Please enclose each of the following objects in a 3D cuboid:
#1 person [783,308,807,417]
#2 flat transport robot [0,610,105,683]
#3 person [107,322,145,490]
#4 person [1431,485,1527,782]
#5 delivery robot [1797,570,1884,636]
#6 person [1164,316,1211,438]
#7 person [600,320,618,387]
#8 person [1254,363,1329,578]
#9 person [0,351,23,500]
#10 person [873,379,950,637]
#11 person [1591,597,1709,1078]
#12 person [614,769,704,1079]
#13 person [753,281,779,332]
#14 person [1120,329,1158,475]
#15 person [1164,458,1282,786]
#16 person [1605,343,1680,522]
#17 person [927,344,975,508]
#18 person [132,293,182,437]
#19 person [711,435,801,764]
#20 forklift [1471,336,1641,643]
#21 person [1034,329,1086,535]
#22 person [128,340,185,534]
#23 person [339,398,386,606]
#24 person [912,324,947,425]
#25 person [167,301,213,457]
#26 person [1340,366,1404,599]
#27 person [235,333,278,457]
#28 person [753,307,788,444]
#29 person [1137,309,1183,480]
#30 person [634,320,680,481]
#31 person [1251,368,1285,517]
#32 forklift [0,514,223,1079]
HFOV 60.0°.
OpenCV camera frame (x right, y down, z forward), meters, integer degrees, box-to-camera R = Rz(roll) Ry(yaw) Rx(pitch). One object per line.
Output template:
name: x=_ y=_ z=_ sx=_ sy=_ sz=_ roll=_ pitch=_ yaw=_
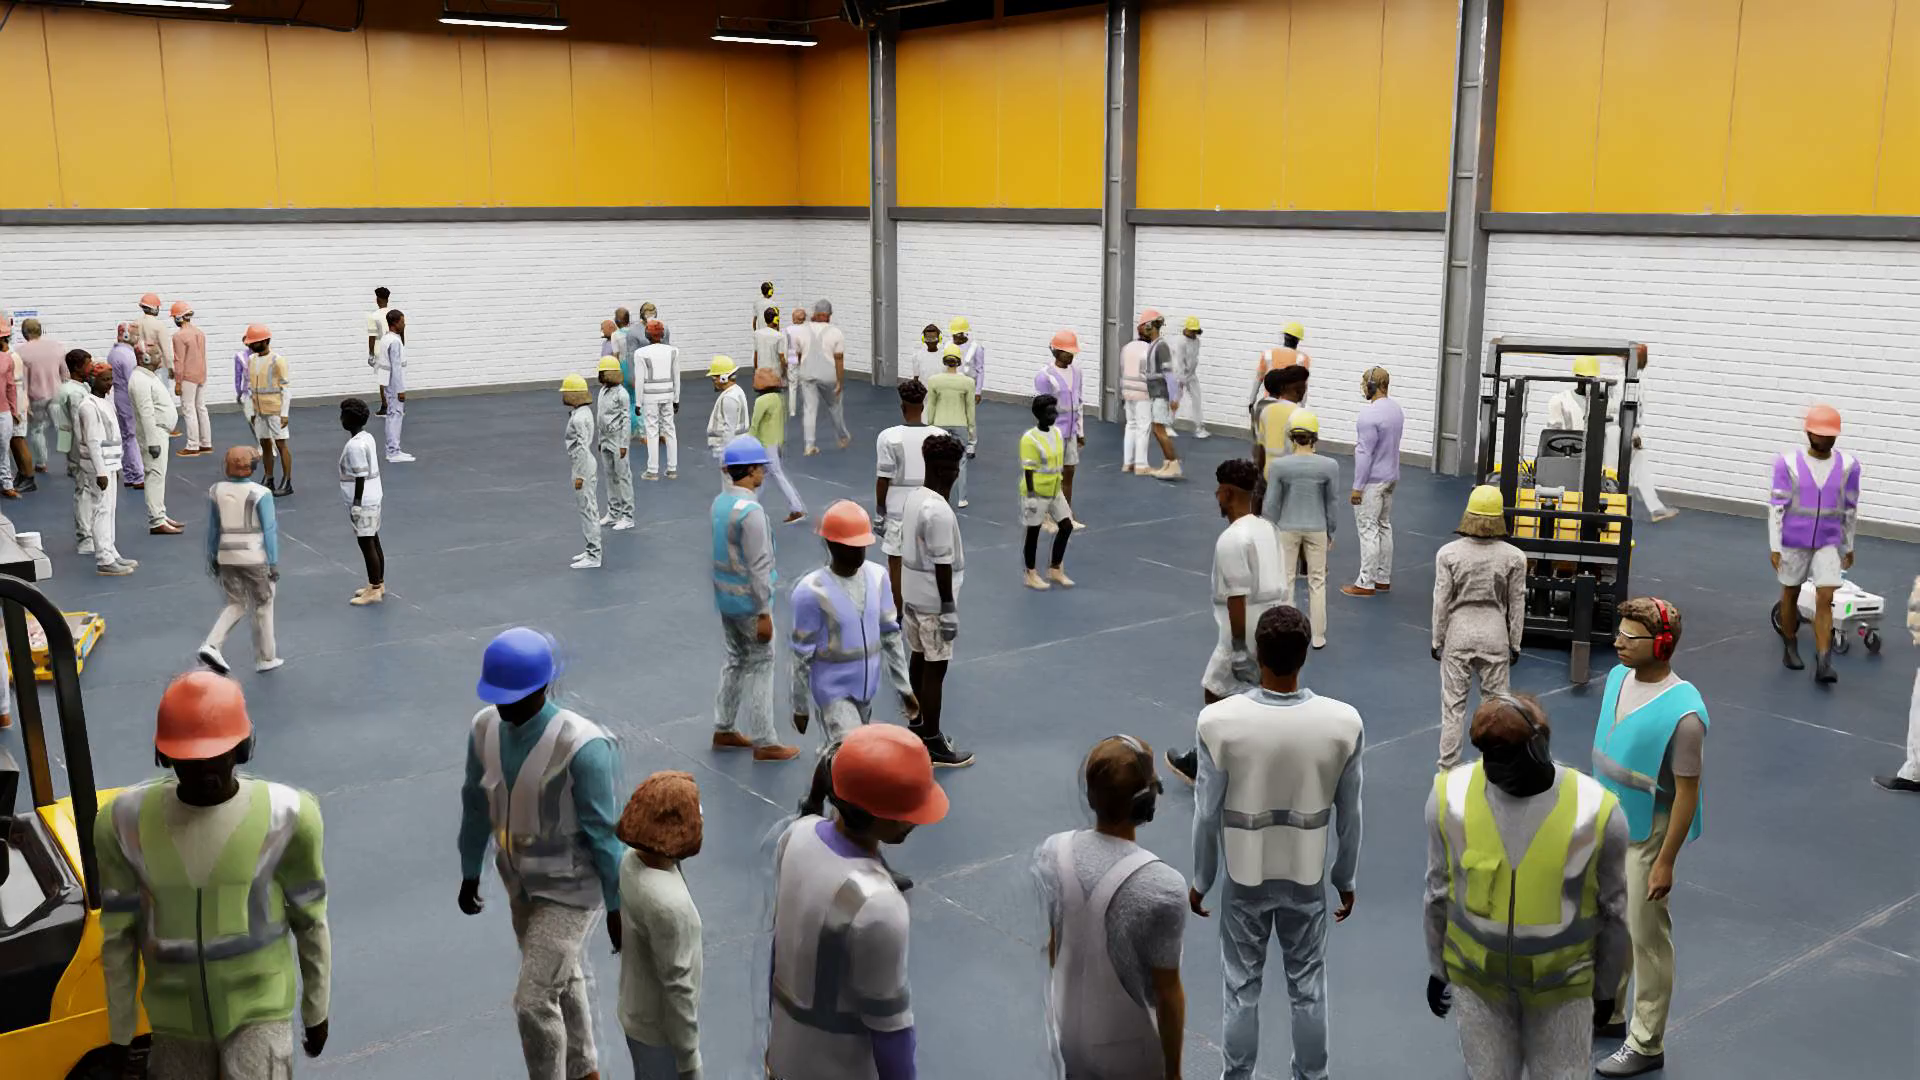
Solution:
person: x=-2.415 y=-2.664 z=25.079 sx=0.519 sy=1.639 sz=0.312 roll=1 pitch=12 yaw=6
flat transport robot: x=-6.601 y=0.747 z=11.925 sx=0.652 sy=0.197 sz=1.431 roll=-4 pitch=12 yaw=-19
person: x=-9.419 y=-1.530 z=18.967 sx=0.406 sy=1.902 sz=0.636 roll=-10 pitch=16 yaw=-41
person: x=2.875 y=0.557 z=9.268 sx=0.492 sy=1.742 sz=0.315 roll=2 pitch=12 yaw=11
delivery robot: x=6.514 y=0.460 z=12.393 sx=0.477 sy=0.478 sz=0.707 roll=-2 pitch=12 yaw=-11
person: x=3.134 y=-2.227 z=22.824 sx=0.506 sy=1.693 sz=0.883 roll=-10 pitch=15 yaw=-39
person: x=-4.803 y=-2.208 z=22.890 sx=0.280 sy=1.632 sz=0.503 roll=-9 pitch=15 yaw=-36
person: x=2.769 y=-0.555 z=14.256 sx=1.043 sy=1.911 sz=0.627 roll=-6 pitch=13 yaw=-27
person: x=-10.570 y=-1.375 z=18.134 sx=0.379 sy=1.937 sz=0.629 roll=8 pitch=14 yaw=35
person: x=-0.359 y=-0.235 z=12.585 sx=0.621 sy=1.952 sz=0.384 roll=-5 pitch=13 yaw=-24
person: x=2.583 y=1.115 z=6.321 sx=0.389 sy=1.847 sz=0.566 roll=-2 pitch=12 yaw=-10
person: x=-0.901 y=1.486 z=5.075 sx=0.277 sy=1.627 sz=0.505 roll=-5 pitch=13 yaw=-24
person: x=-3.290 y=-3.475 z=28.436 sx=0.538 sy=1.869 sz=0.313 roll=6 pitch=13 yaw=25
person: x=2.175 y=-1.697 z=19.948 sx=0.431 sy=1.836 sz=0.671 roll=-9 pitch=15 yaw=-36
person: x=1.580 y=0.511 z=9.115 sx=0.988 sy=1.898 sz=0.611 roll=9 pitch=15 yaw=37
person: x=6.859 y=-1.077 z=16.904 sx=0.939 sy=1.836 sz=0.585 roll=11 pitch=16 yaw=43
person: x=-0.097 y=-1.214 z=17.795 sx=0.518 sy=1.760 sz=0.330 roll=0 pitch=12 yaw=2
person: x=-11.118 y=-2.407 z=22.979 sx=0.623 sy=1.990 sz=0.401 roll=5 pitch=13 yaw=22
person: x=-1.252 y=0.346 z=9.816 sx=0.403 sy=1.944 sz=0.618 roll=-6 pitch=13 yaw=-27
forklift: x=4.683 y=-0.471 z=13.136 sx=1.214 sy=2.155 sz=2.313 roll=4 pitch=12 yaw=20
person: x=1.010 y=-1.059 z=16.387 sx=0.613 sy=2.031 sz=0.410 roll=-11 pitch=16 yaw=-43
person: x=-7.944 y=-1.013 z=16.445 sx=0.409 sy=1.913 sz=0.642 roll=-5 pitch=13 yaw=-21
person: x=-4.889 y=-0.315 z=13.590 sx=0.316 sy=1.695 sz=0.542 roll=-2 pitch=12 yaw=-10
person: x=-0.306 y=-1.579 z=19.309 sx=0.510 sy=1.861 sz=0.324 roll=0 pitch=12 yaw=-1
person: x=-9.897 y=-2.064 z=21.350 sx=0.413 sy=1.984 sz=0.624 roll=1 pitch=12 yaw=6
person: x=3.456 y=-0.480 z=13.842 sx=0.376 sy=1.929 sz=0.635 roll=9 pitch=15 yaw=37
person: x=-8.901 y=-1.851 z=21.170 sx=0.613 sy=1.619 sz=0.407 roll=-4 pitch=12 yaw=-17
person: x=-2.541 y=-2.184 z=22.239 sx=0.530 sy=1.854 sz=0.324 roll=6 pitch=13 yaw=27
person: x=2.338 y=-1.713 z=19.619 sx=0.533 sy=1.994 sz=0.638 roll=0 pitch=12 yaw=-1
person: x=-3.552 y=-1.638 z=19.529 sx=0.574 sy=1.883 sz=0.356 roll=-9 pitch=15 yaw=-36
person: x=2.967 y=-0.786 z=15.867 sx=0.321 sy=1.696 sz=0.537 roll=-6 pitch=13 yaw=-25
forklift: x=-3.687 y=1.115 z=5.480 sx=2.313 sy=2.155 sz=1.214 roll=-9 pitch=15 yaw=-36
